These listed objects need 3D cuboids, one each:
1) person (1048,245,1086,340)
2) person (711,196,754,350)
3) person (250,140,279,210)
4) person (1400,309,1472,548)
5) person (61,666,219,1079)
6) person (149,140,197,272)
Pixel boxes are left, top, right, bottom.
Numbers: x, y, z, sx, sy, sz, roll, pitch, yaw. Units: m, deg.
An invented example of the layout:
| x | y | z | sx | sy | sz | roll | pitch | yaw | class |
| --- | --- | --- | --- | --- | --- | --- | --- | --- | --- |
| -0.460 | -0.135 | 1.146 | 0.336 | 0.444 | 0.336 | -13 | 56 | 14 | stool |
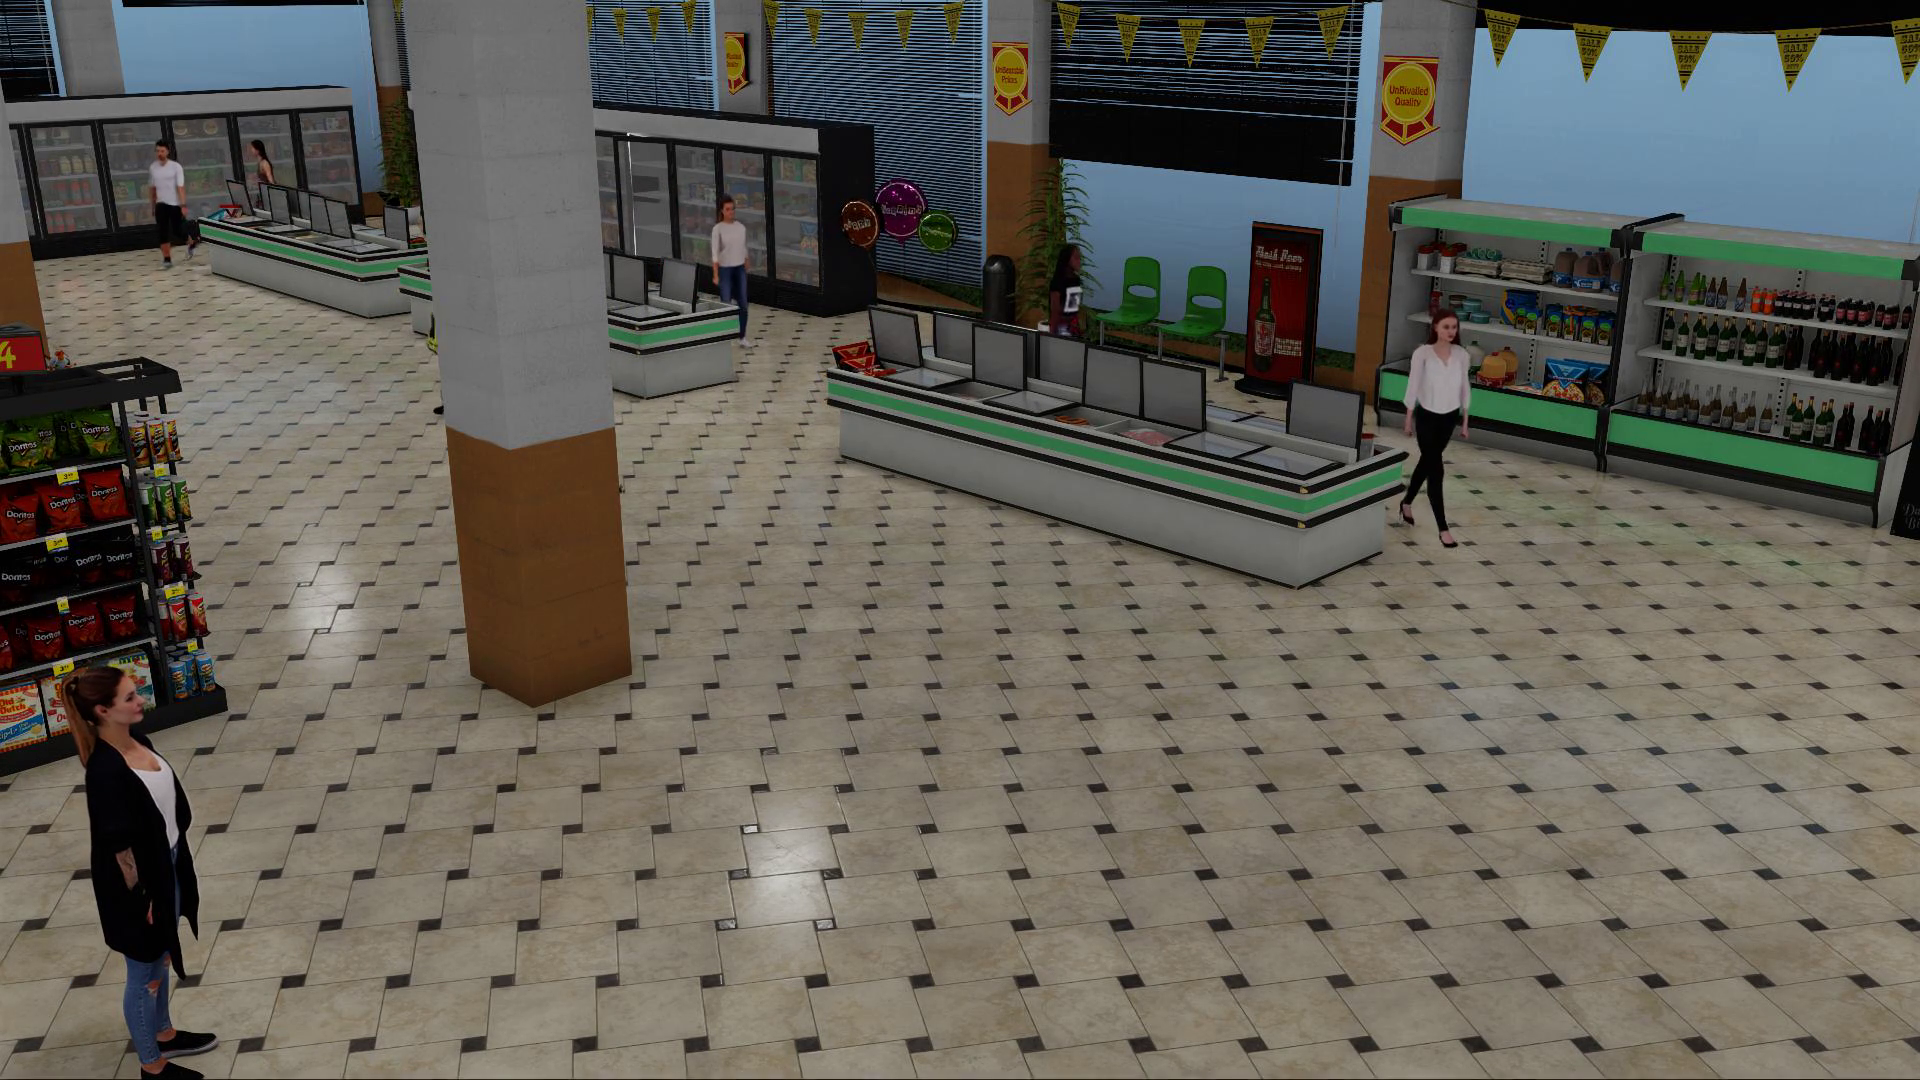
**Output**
| x | y | z | sx | sy | sz | roll | pitch | yaw | class |
| --- | --- | --- | --- | --- | --- | --- | --- | --- | --- |
| 0.899 | -1.871 | 15.404 | 0.859 | 1.716 | 0.684 | 13 | 23 | 34 | person |
| -2.645 | -3.031 | 18.867 | 0.677 | 1.703 | 1.024 | -14 | 23 | -36 | person |
| -10.231 | -5.102 | 24.965 | 0.914 | 1.731 | 1.185 | -9 | 21 | -25 | person |
| 3.497 | -0.841 | 12.367 | 1.039 | 1.706 | 1.220 | -3 | 19 | -10 | person |
| -3.058 | 1.254 | 6.191 | 0.779 | 1.683 | 0.683 | -3 | 19 | -10 | person |
| -11.384 | -4.850 | 24.065 | 1.100 | 1.828 | 1.122 | 4 | 19 | 12 | person |
